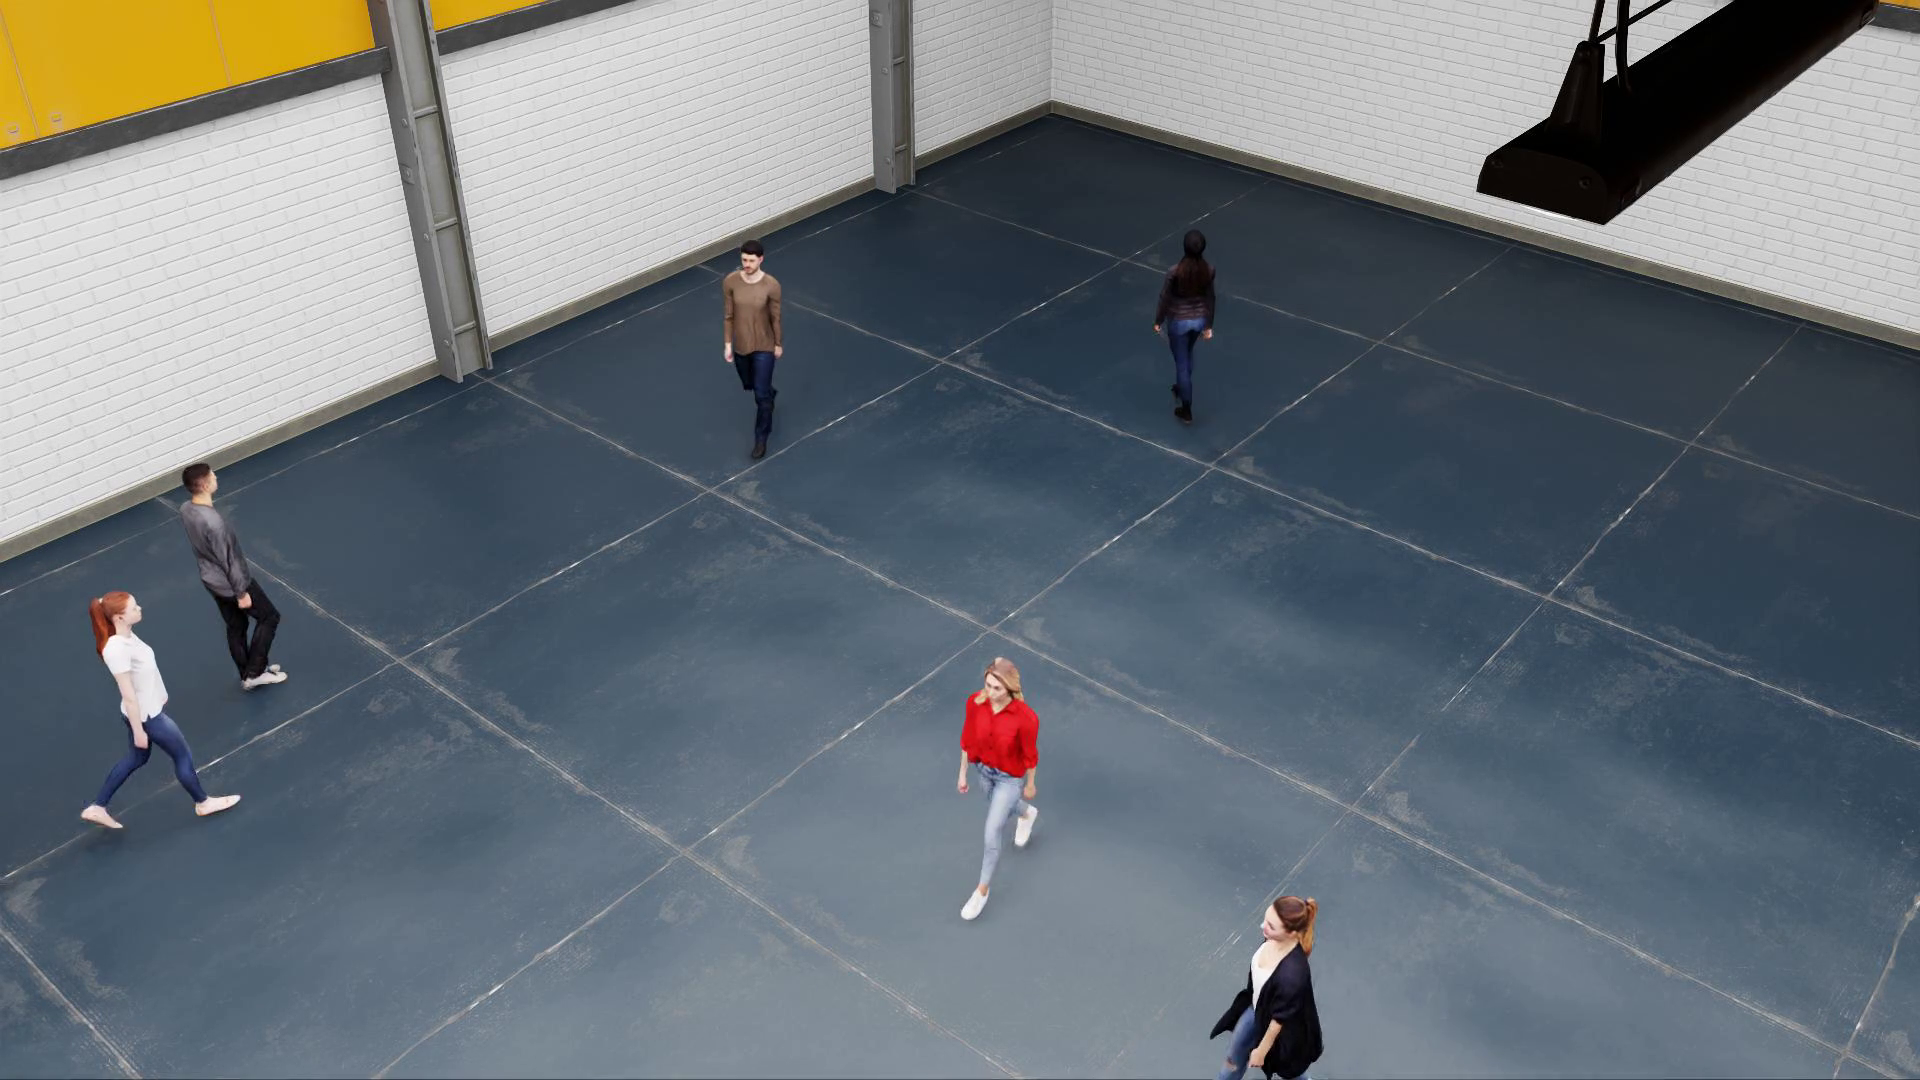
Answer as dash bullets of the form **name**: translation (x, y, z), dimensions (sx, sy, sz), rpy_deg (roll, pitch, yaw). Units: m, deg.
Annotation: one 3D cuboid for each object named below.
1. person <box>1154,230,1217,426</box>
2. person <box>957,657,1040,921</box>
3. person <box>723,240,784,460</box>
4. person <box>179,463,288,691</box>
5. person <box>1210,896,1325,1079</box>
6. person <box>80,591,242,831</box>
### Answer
- **person**: translation (1.978, -1.795, 14.297), dimensions (0.918, 1.726, 0.924), rpy_deg (-11, 35, -16)
- **person**: translation (0.258, 1.328, 9.646), dimensions (0.741, 1.673, 1.162), rpy_deg (18, 38, 25)
- **person**: translation (-1.712, -1.674, 13.993), dimensions (0.975, 1.860, 1.217), rpy_deg (7, 34, 11)
- **person**: translation (-4.947, 0.305, 11.110), dimensions (0.650, 1.756, 0.599), rpy_deg (22, 39, 29)
- **person**: translation (1.644, 2.363, 8.112), dimensions (1.058, 1.648, 1.009), rpy_deg (-2, 34, -3)
- **person**: translation (-5.005, 1.084, 9.982), dimensions (1.173, 1.708, 0.838), rpy_deg (-18, 38, -25)
